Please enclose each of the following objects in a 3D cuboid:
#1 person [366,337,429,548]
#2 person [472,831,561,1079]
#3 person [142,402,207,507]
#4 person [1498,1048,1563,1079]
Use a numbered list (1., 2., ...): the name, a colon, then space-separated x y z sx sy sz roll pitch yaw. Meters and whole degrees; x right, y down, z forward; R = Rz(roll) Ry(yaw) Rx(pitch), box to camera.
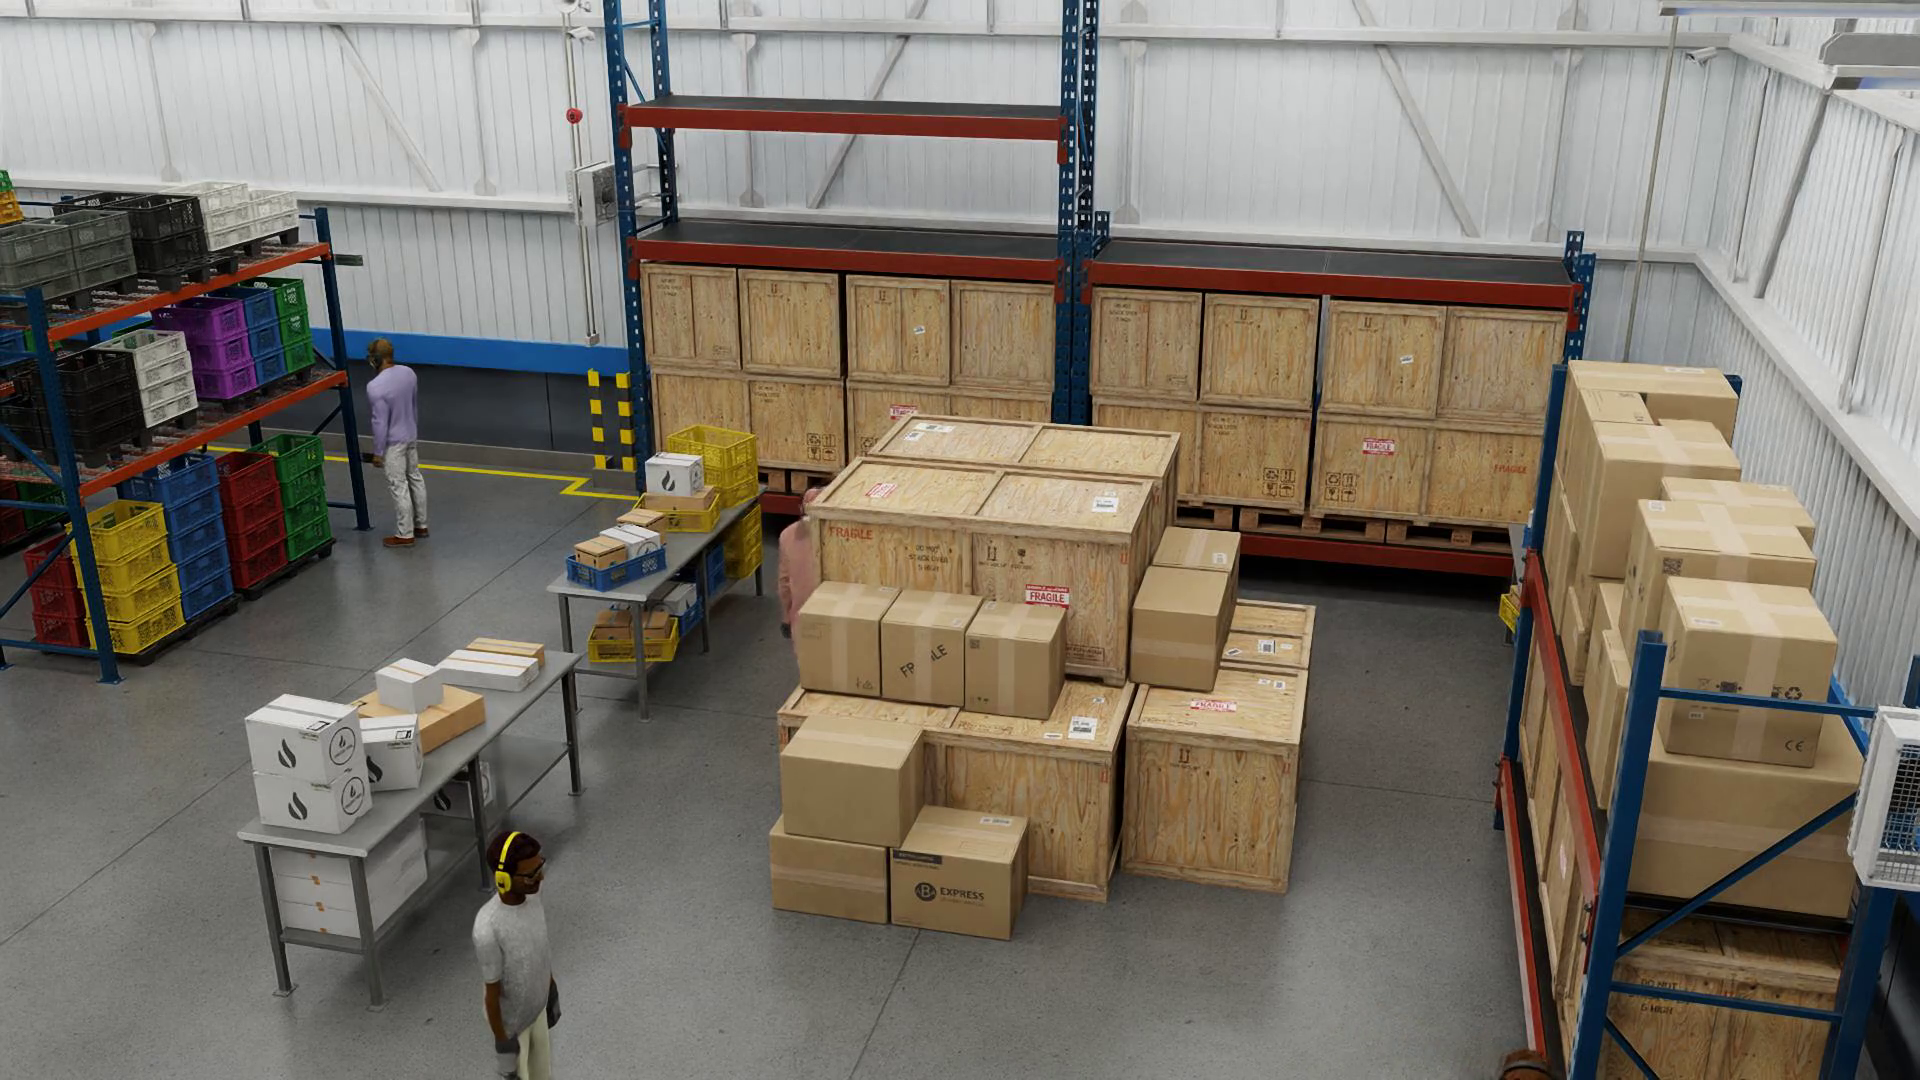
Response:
1. person: -5.092 -0.882 14.999 0.372 1.939 0.631 5 22 13
2. person: -1.910 2.104 7.308 0.328 1.857 0.502 6 22 15
3. person: -7.184 -0.922 15.177 0.572 1.885 0.356 -6 22 -16
4. person: 2.007 2.594 6.088 0.634 1.799 0.610 -14 25 -32
